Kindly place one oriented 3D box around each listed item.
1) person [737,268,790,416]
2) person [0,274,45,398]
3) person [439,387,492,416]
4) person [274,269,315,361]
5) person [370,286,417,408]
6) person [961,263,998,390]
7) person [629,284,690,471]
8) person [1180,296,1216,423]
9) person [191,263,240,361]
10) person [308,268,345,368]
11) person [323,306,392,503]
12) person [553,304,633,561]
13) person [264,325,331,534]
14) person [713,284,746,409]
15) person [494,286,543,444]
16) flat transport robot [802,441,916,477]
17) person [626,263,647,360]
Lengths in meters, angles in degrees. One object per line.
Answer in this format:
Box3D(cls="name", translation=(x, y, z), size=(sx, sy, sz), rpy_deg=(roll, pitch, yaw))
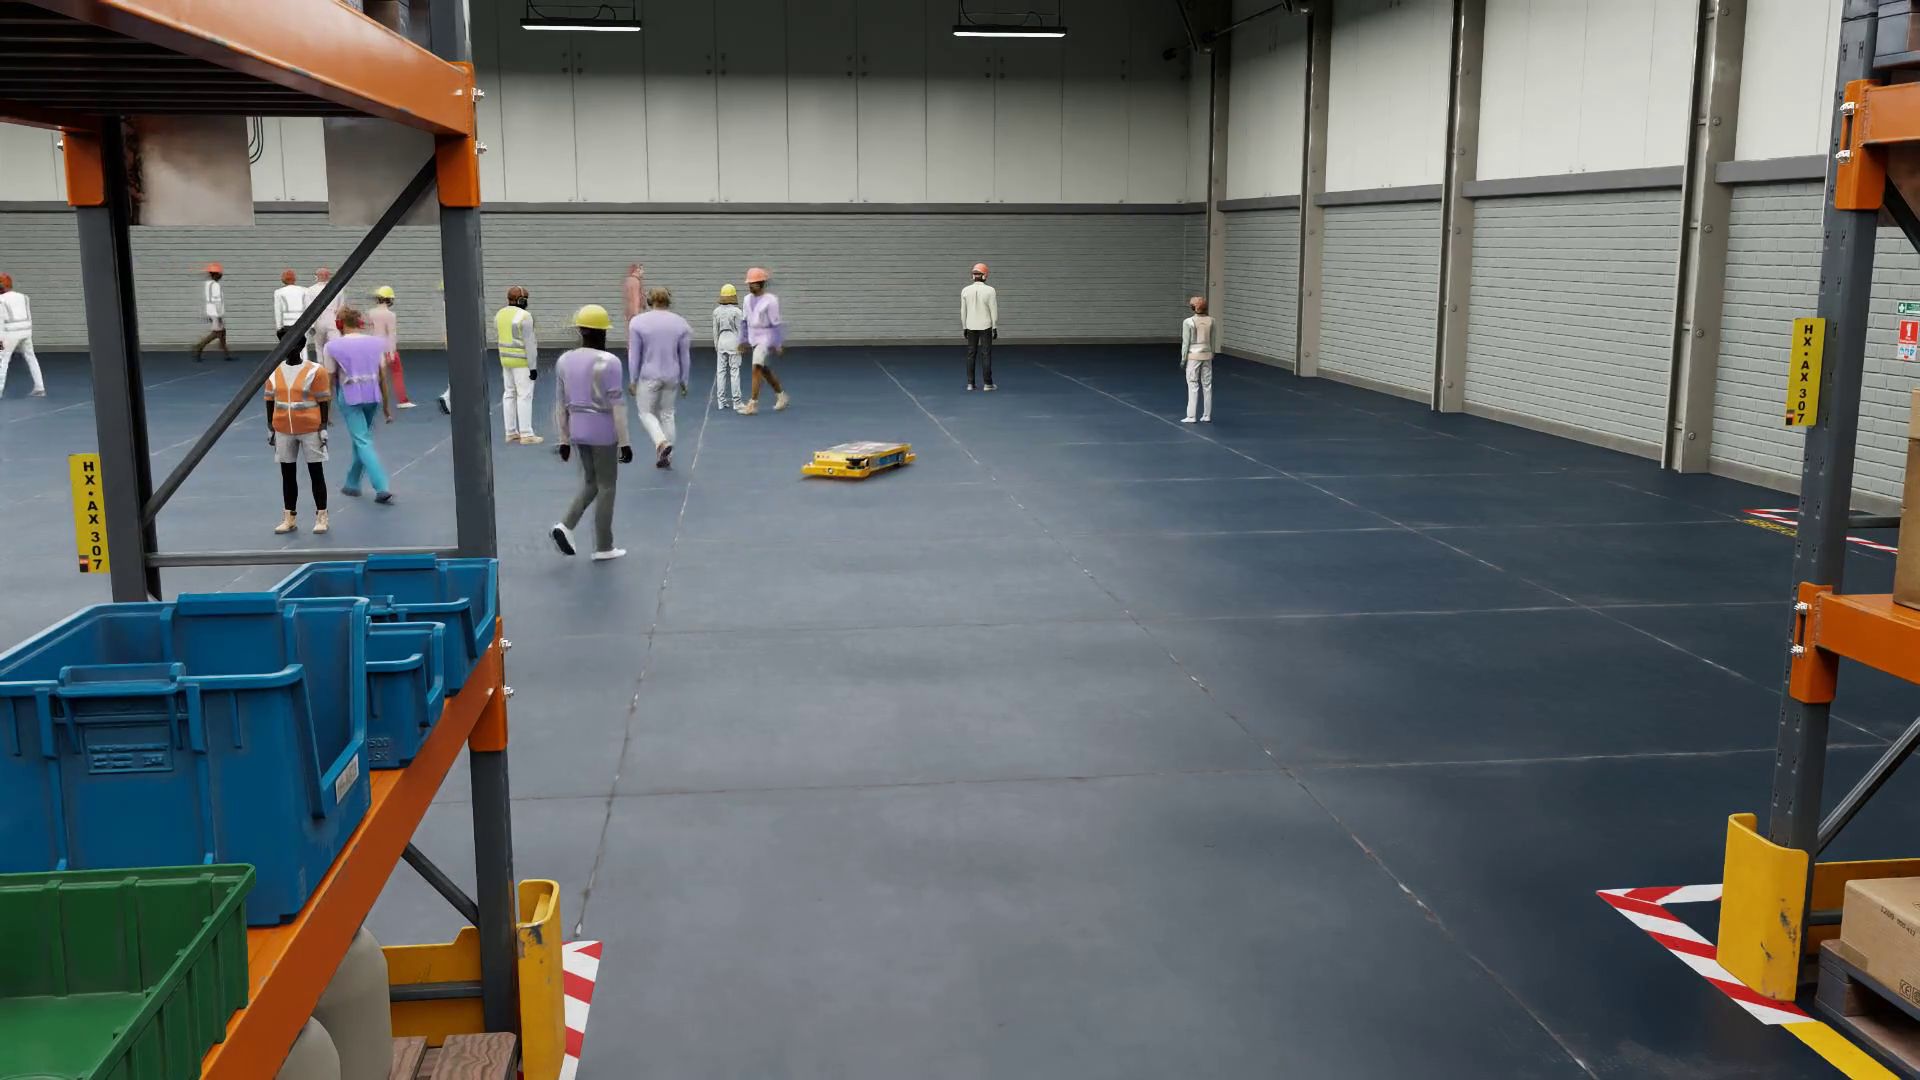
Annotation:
Box3D(cls="person", translation=(-2.688, -2.720, 22.746), size=(0.602, 1.992, 1.015), rpy_deg=(10, 14, 44))
Box3D(cls="person", translation=(-14.256, -3.065, 25.007), size=(0.470, 1.860, 0.718), rpy_deg=(4, 11, 22))
Box3D(cls="person", translation=(-6.567, -2.557, 22.034), size=(0.598, 1.914, 0.618), rpy_deg=(8, 13, 39))
Box3D(cls="person", translation=(-11.171, -3.594, 27.879), size=(0.598, 1.852, 0.847), rpy_deg=(-7, 12, -34))
Box3D(cls="person", translation=(-8.028, -2.659, 23.107), size=(0.527, 1.731, 0.871), rpy_deg=(6, 12, 29))
Box3D(cls="person", translation=(0.318, -3.344, 26.139), size=(0.609, 1.991, 0.384), rpy_deg=(4, 11, 23))
Box3D(cls="person", translation=(-3.048, -1.639, 16.981), size=(0.650, 1.923, 0.555), rpy_deg=(-6, 12, -29))
Box3D(cls="person", translation=(3.084, -2.325, 21.517), size=(0.511, 1.641, 0.309), rpy_deg=(-5, 12, -27))
Box3D(cls="person", translation=(-14.379, -4.364, 31.952), size=(0.813, 1.918, 0.558), rpy_deg=(-7, 13, -34))
Box3D(cls="person", translation=(-10.861, -3.724, 28.549), size=(0.650, 1.878, 0.890), rpy_deg=(-7, 12, -34))
Box3D(cls="person", translation=(-5.478, -1.235, 15.170), size=(0.999, 1.791, 0.577), rpy_deg=(8, 13, 38))
Box3D(cls="person", translation=(-2.723, -0.774, 12.266), size=(0.593, 1.910, 0.506), rpy_deg=(7, 12, 32))
Box3D(cls="person", translation=(-5.374, -0.891, 13.504), size=(0.537, 1.696, 0.317), rpy_deg=(0, 10, 0))
Box3D(cls="person", translation=(-3.223, -2.705, 23.313), size=(0.488, 1.746, 0.288), rpy_deg=(5, 11, 24))
Box3D(cls="person", translation=(-5.139, -2.038, 19.423), size=(0.626, 1.836, 0.428), rpy_deg=(8, 13, 38))
Box3D(cls="flat transport robot", translation=(-1.027, -0.849, 17.180), size=(0.652, 0.197, 1.431), rpy_deg=(4, 11, 21))
Box3D(cls="person", translation=(-6.187, -4.452, 32.473), size=(0.658, 1.889, 0.680), rpy_deg=(-4, 11, -22))
